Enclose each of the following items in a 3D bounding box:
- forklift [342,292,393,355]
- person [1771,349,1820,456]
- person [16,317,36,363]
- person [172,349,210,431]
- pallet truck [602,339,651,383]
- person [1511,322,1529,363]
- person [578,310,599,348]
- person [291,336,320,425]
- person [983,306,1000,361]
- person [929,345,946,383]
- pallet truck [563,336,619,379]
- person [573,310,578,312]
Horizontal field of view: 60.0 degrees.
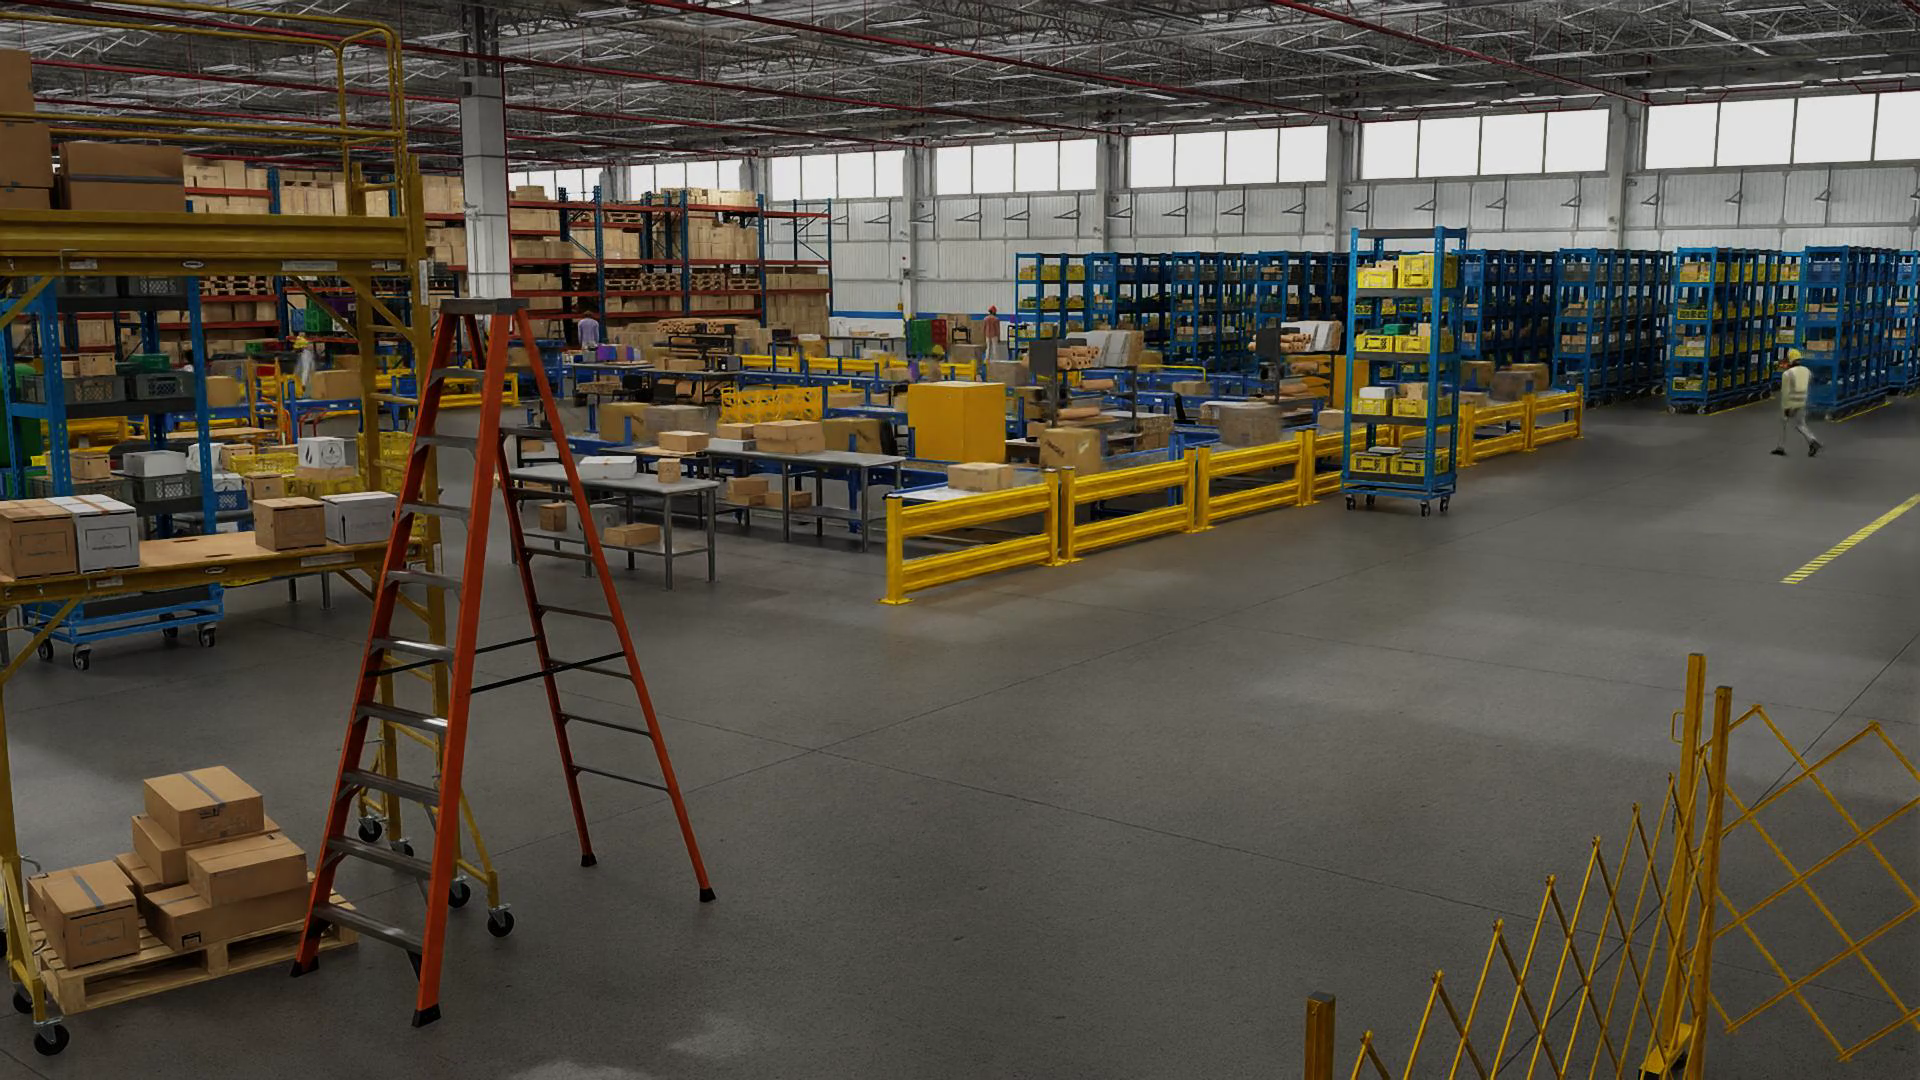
[{"bbox_3d":[-16.485,-5.622,45.120,1.129,2.768,1.873,7,11,37],"label":"forklift"},{"bbox_3d":[13.845,-2.259,27.500,0.575,1.802,0.767,-2,9,-14],"label":"person"},{"bbox_3d":[-30.480,-6.471,54.335,0.511,1.617,0.688,7,12,39],"label":"person"},{"bbox_3d":[-14.111,-2.668,30.485,0.539,1.660,0.851,8,12,40],"label":"person"},{"bbox_3d":[-8.991,-4.871,45.351,0.653,1.274,1.630,7,11,37],"label":"pallet truck"},{"bbox_3d":[15.480,-5.225,46.021,0.961,1.791,0.583,9,13,44],"label":"person"},{"bbox_3d":[-11.298,-6.030,50.649,0.625,1.931,0.378,-1,9,-6],"label":"person"},{"bbox_3d":[-13.136,-3.189,33.337,0.460,1.786,0.623,-4,10,-24],"label":"person"},{"bbox_3d":[1.046,-6.634,54.205,0.612,1.990,0.392,5,11,31],"label":"person"},{"bbox_3d":[-0.363,-2.700,30.454,0.869,1.723,0.540,0,9,2],"label":"person"},{"bbox_3d":[-10.690,-5.294,48.215,1.601,1.201,0.680,-5,10,-26],"label":"pallet truck"},{"bbox_3d":[-16.861,-9.527,73.023,0.532,1.742,0.725,7,12,38],"label":"person"}]
